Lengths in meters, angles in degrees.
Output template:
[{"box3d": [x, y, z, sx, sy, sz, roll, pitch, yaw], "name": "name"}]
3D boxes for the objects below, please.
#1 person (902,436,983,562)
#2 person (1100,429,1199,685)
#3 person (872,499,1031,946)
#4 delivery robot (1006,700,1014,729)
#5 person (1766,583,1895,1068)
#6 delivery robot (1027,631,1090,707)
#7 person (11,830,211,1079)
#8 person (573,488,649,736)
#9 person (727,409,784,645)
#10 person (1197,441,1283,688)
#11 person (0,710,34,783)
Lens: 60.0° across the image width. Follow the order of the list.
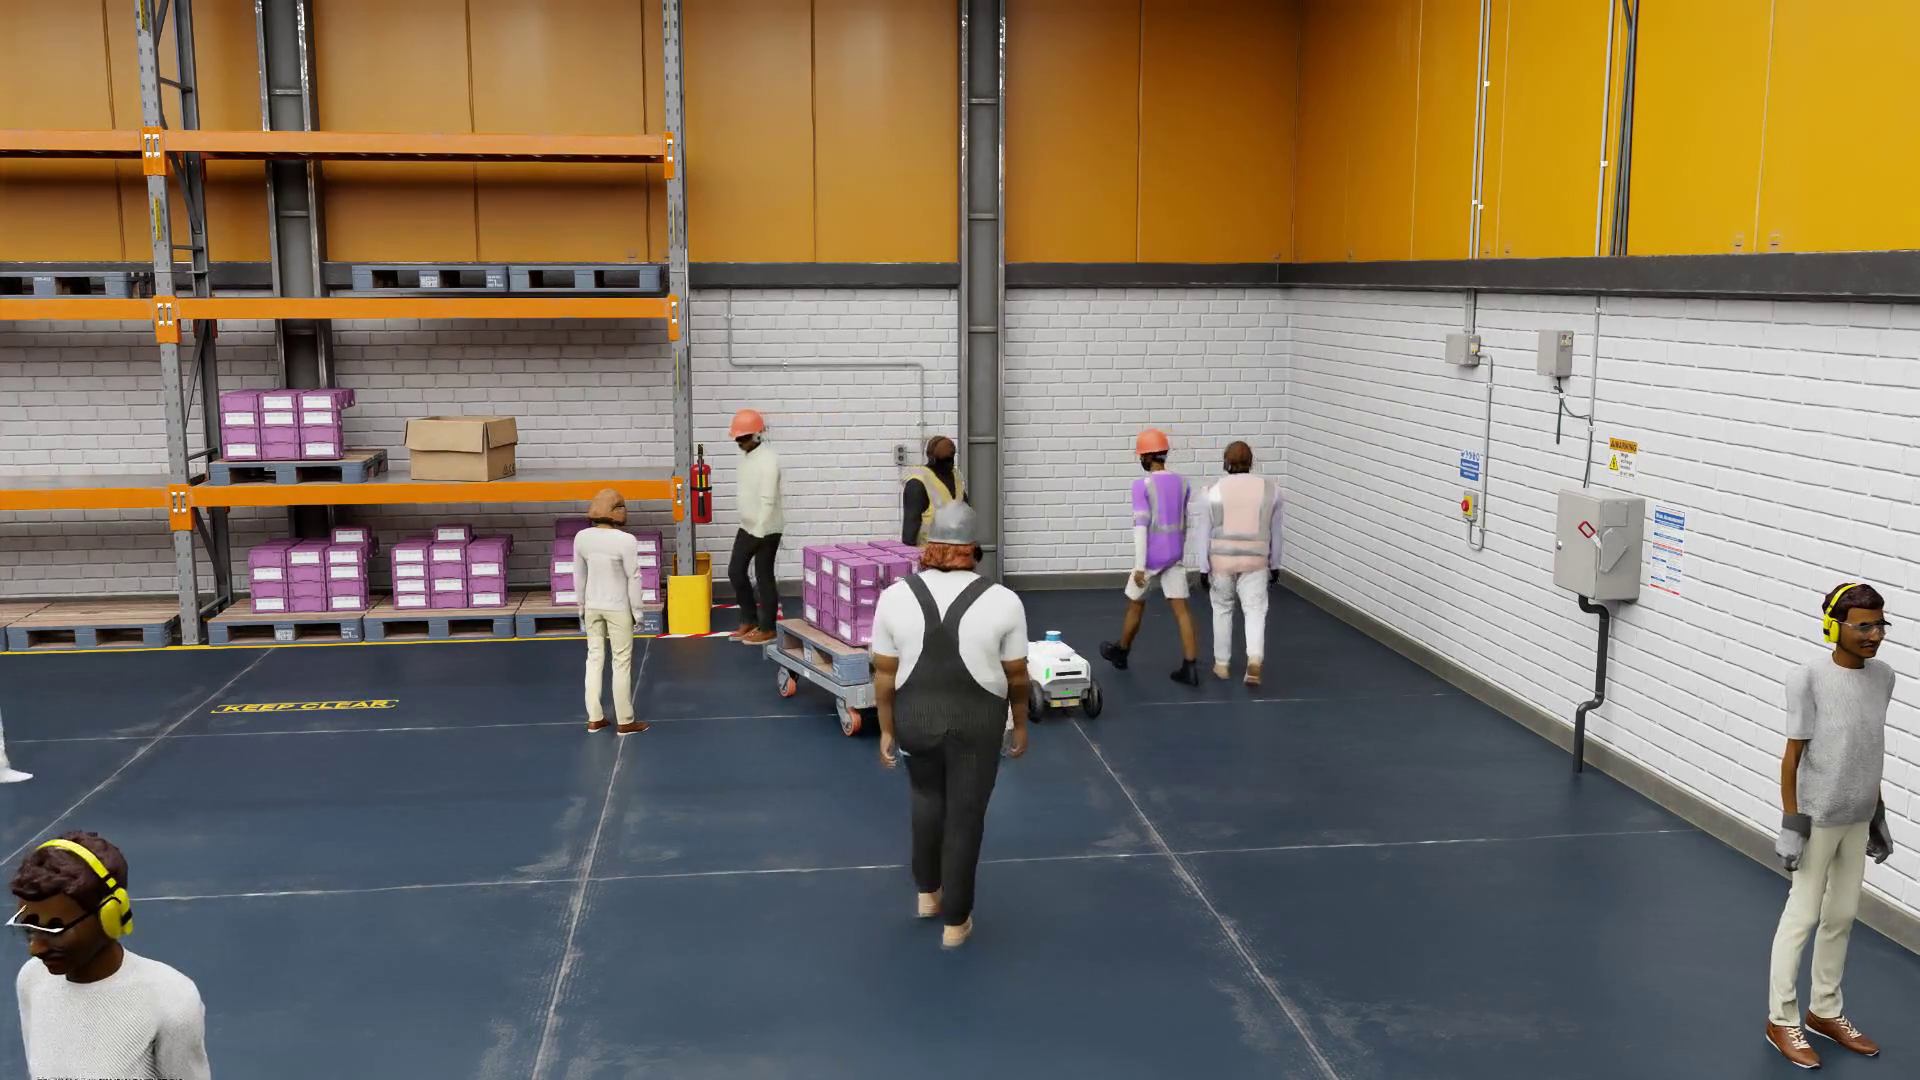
[{"box3d": [-0.097, 0.086, 12.842, 0.860, 1.791, 0.721, 5, 10, 29], "name": "person"}, {"box3d": [1.459, 0.106, 12.453, 0.581, 1.875, 1.014, -6, 11, -33], "name": "person"}, {"box3d": [-0.006, 0.792, 7.675, 0.696, 2.000, 0.752, 2, 9, 11], "name": "person"}, {"box3d": [0.088, 1.015, 10.619, 0.477, 0.478, 0.707, -3, 10, -19], "name": "delivery robot"}, {"box3d": [3.377, 1.082, 6.399, 0.532, 1.871, 0.319, -3, 10, -20], "name": "person"}, {"box3d": [0.644, 0.873, 11.506, 0.477, 0.478, 0.707, -2, 9, -14], "name": "delivery robot"}, {"box3d": [-1.847, 1.528, 3.640, 0.518, 1.864, 0.328, 3, 10, 20], "name": "person"}, {"box3d": [-2.305, 0.470, 10.957, 0.507, 1.631, 0.270, 4, 10, 23], "name": "person"}, {"box3d": [-1.658, -0.089, 13.460, 0.508, 1.957, 0.644, -7, 12, -38], "name": "person"}, {"box3d": [2.052, 0.180, 12.209, 0.631, 1.815, 0.804, 1, 9, 4], "name": "person"}, {"box3d": [-5.921, 0.671, 9.738, 0.667, 1.620, 0.511, -6, 11, -33], "name": "person"}]
